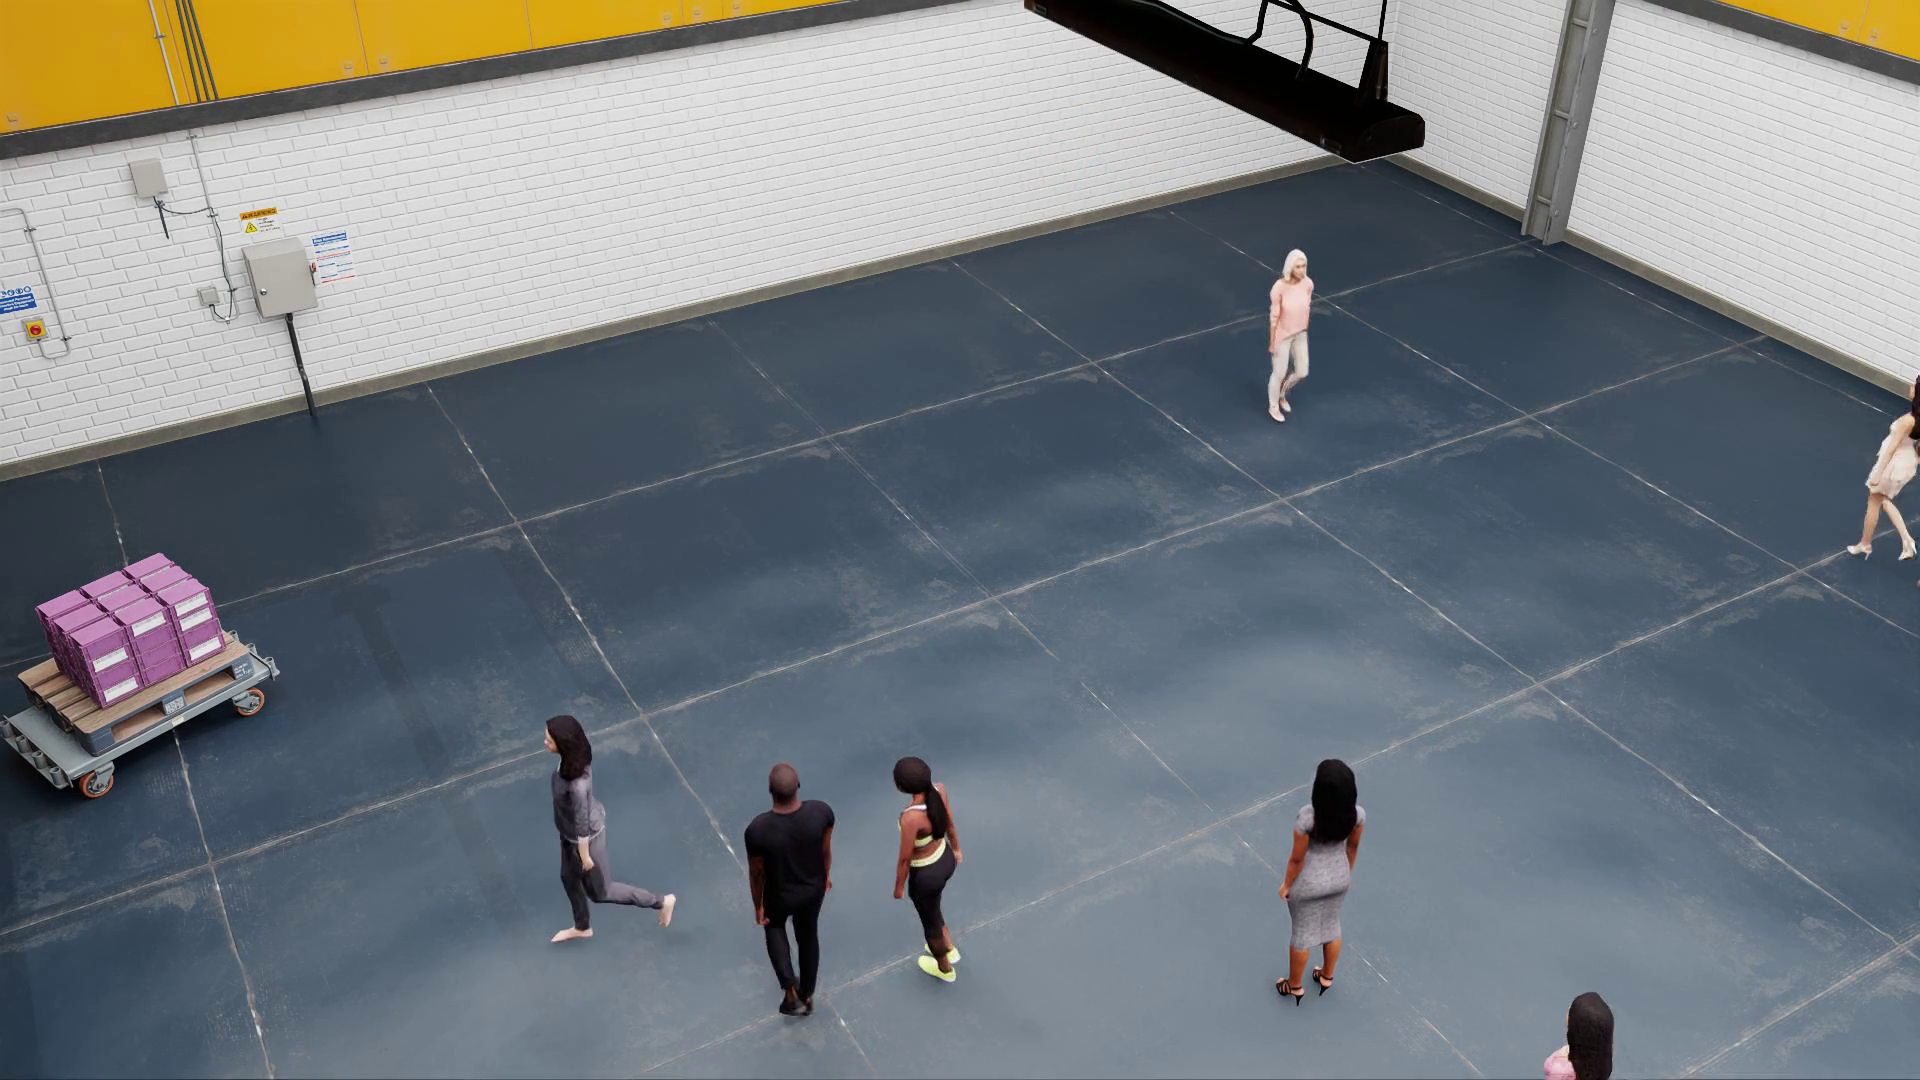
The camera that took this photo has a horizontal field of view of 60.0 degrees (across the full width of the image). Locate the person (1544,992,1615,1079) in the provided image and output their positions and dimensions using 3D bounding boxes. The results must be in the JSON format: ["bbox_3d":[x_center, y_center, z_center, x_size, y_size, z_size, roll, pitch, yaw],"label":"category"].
[{"bbox_3d":[3.007,2.938,8.147,0.592,1.694,1.112,-18,38,-25],"label":"person"}]

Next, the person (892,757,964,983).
[{"bbox_3d":[-0.105,1.961,9.584,0.736,1.730,0.717,23,40,30],"label":"person"}]

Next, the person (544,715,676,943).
[{"bbox_3d":[-2.147,1.750,9.896,0.844,1.736,1.012,-7,34,-11],"label":"person"}]

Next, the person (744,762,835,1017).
[{"bbox_3d":[-0.916,2.047,9.383,0.741,1.810,0.781,-11,35,-15],"label":"person"}]

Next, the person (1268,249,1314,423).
[{"bbox_3d":[3.006,-1.932,15.456,0.627,1.714,0.620,-14,36,-20],"label":"person"}]

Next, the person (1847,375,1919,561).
[{"bbox_3d":[7.549,-0.513,13.309,0.579,1.726,0.768,-19,38,-26],"label":"person"}]

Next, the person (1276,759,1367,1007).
[{"bbox_3d":[2.063,1.973,9.521,0.635,1.781,0.600,-8,34,-12],"label":"person"}]
